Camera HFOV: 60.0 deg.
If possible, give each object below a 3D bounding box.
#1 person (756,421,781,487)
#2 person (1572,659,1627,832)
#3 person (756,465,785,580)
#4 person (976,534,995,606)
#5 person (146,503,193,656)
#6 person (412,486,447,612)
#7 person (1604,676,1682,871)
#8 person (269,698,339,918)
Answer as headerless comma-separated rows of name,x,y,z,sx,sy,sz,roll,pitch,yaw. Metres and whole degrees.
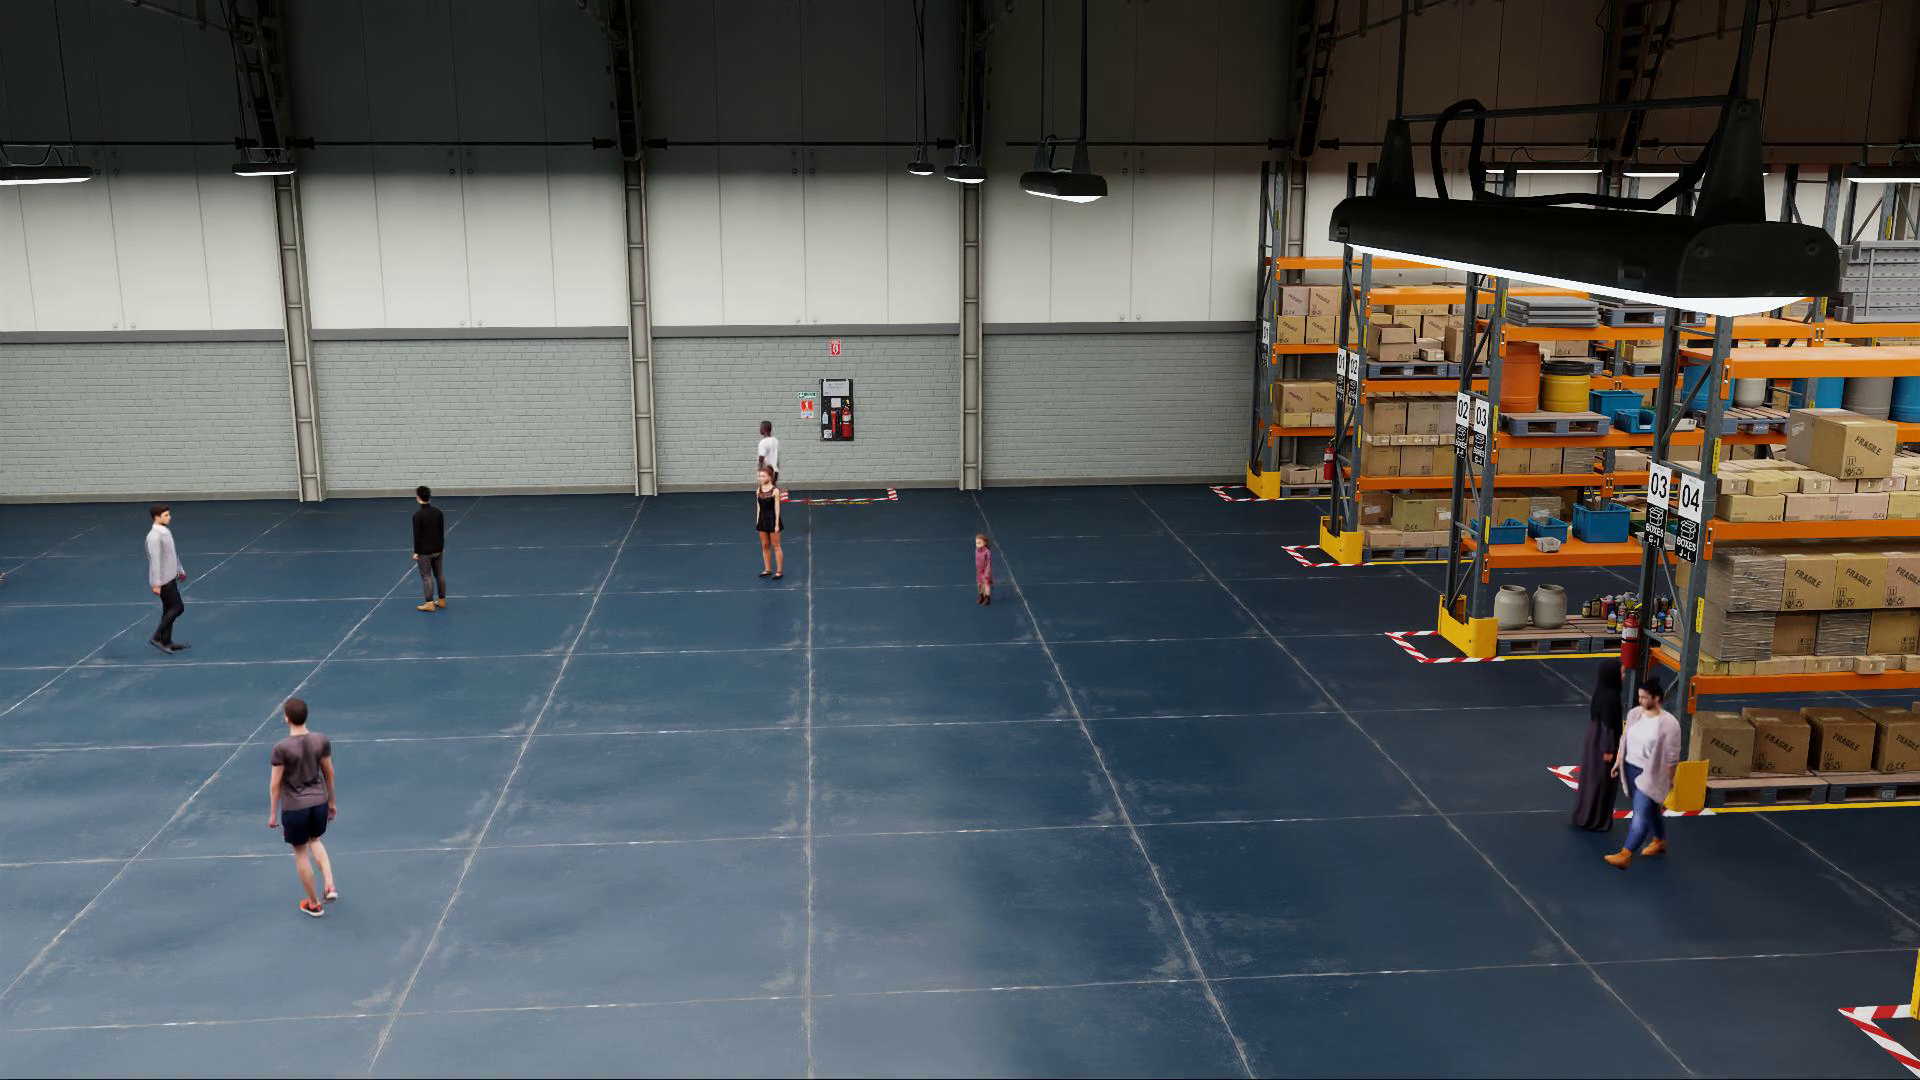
person,-3.101,-1.067,27.615,0.781,1.826,0.767,5,14,21
person,5.943,1.872,15.400,0.728,1.612,0.707,4,14,17
person,-2.800,-0.266,24.488,0.669,1.676,0.747,8,15,31
person,0.378,0.406,23.072,0.514,1.007,0.577,9,16,34
person,-10.011,0.485,20.731,0.769,1.909,0.798,-3,13,-15
person,-7.269,0.106,22.781,0.756,1.722,0.721,9,16,33
person,6.085,2.028,14.542,1.155,1.695,0.866,-5,14,-22
person,-5.280,2.198,13.486,0.884,1.840,0.824,11,17,39
